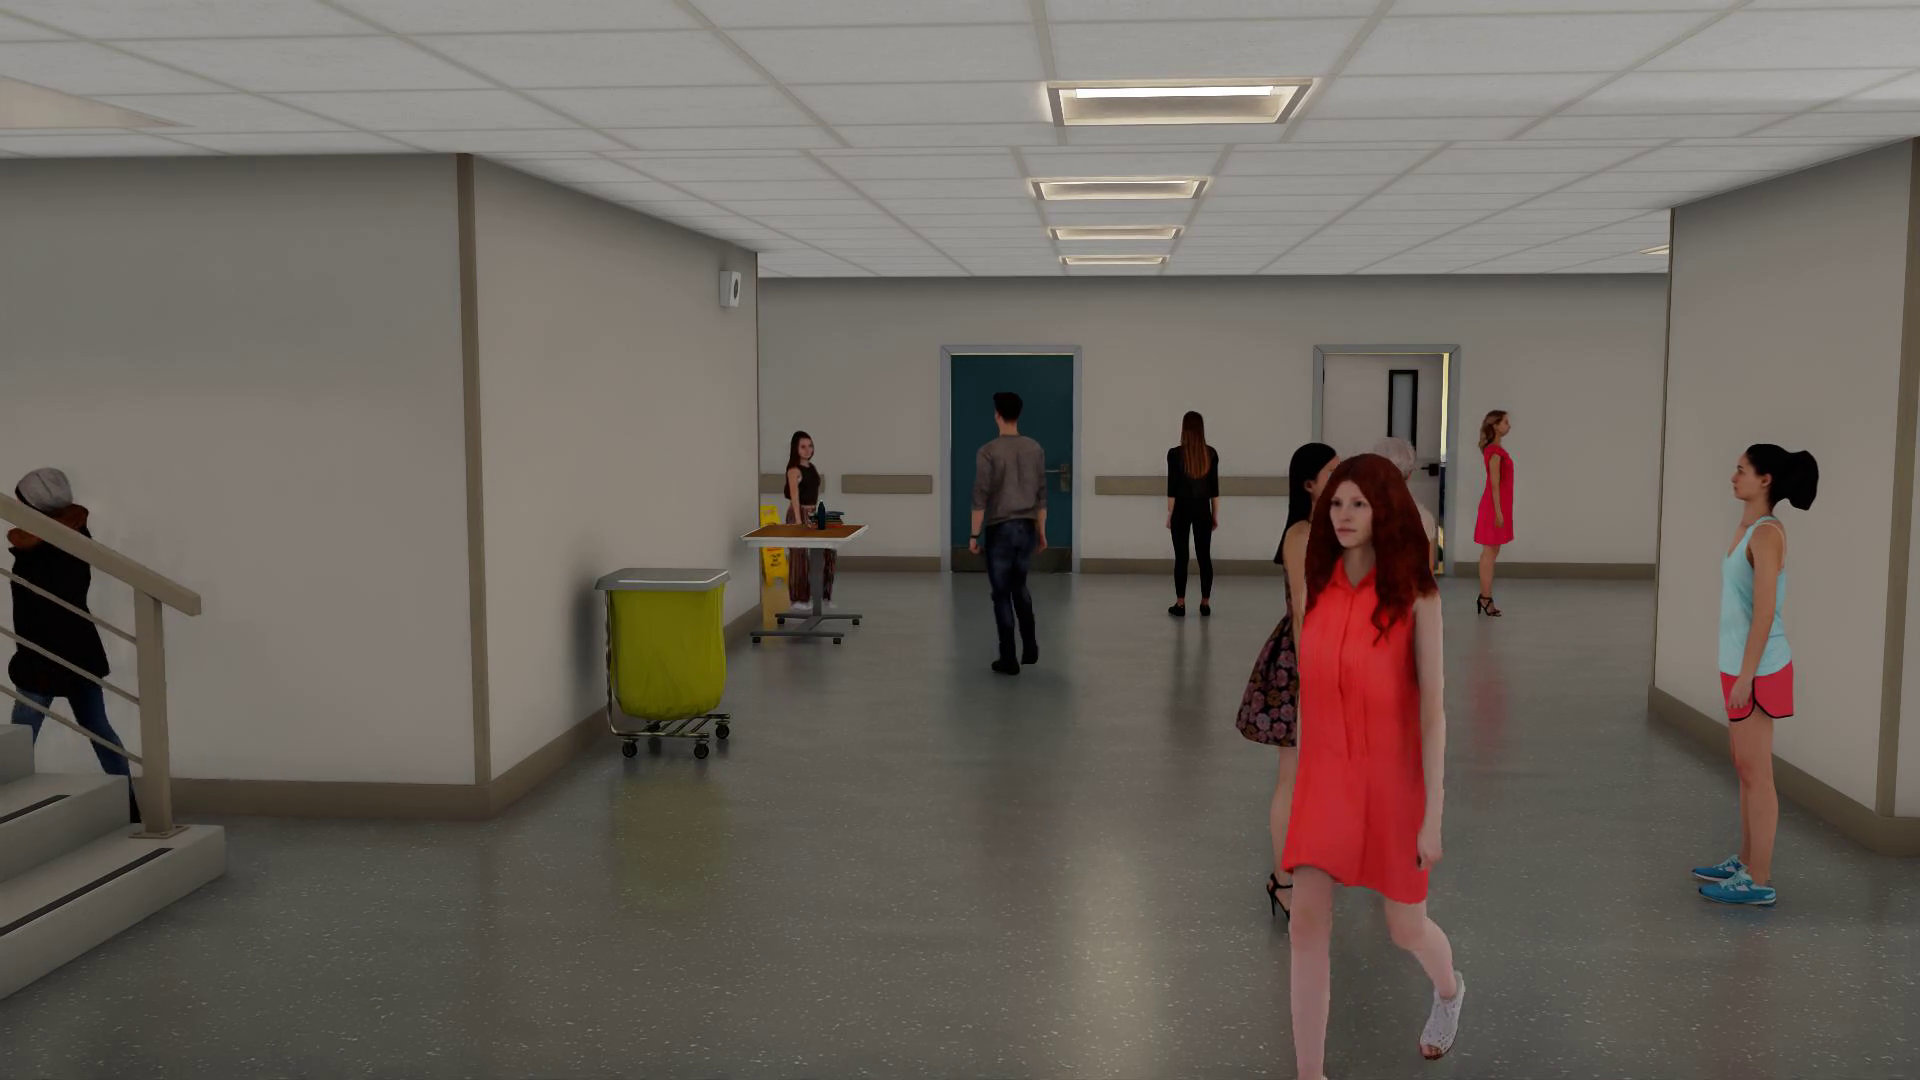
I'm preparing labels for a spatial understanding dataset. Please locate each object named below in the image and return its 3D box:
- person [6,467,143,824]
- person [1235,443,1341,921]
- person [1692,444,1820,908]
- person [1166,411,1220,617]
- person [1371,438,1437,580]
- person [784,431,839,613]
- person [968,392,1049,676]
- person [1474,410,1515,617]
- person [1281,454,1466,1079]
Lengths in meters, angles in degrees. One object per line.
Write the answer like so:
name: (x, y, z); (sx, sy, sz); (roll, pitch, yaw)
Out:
person: (-3.799, 0.520, 7.153); (1.024, 1.589, 0.641); (0, 6, 3)
person: (1.301, 0.525, 6.182); (0.776, 1.773, 0.754); (2, 6, 23)
person: (3.045, 0.507, 6.399); (0.676, 1.765, 0.663); (2, 6, 22)
person: (1.946, -0.226, 13.941); (0.518, 1.715, 0.695); (-1, 6, -6)
person: (1.821, 0.433, 7.321); (0.882, 1.729, 0.916); (5, 8, 41)
person: (-1.377, -0.143, 13.994); (0.800, 1.539, 0.722); (4, 7, 34)
person: (0.383, -0.032, 11.103); (0.793, 1.897, 0.892); (-3, 6, -26)
person: (4.490, -0.240, 14.012); (0.610, 1.728, 0.620); (2, 6, 19)
person: (1.117, 0.696, 4.368); (1.106, 1.797, 1.093); (5, 8, 42)
